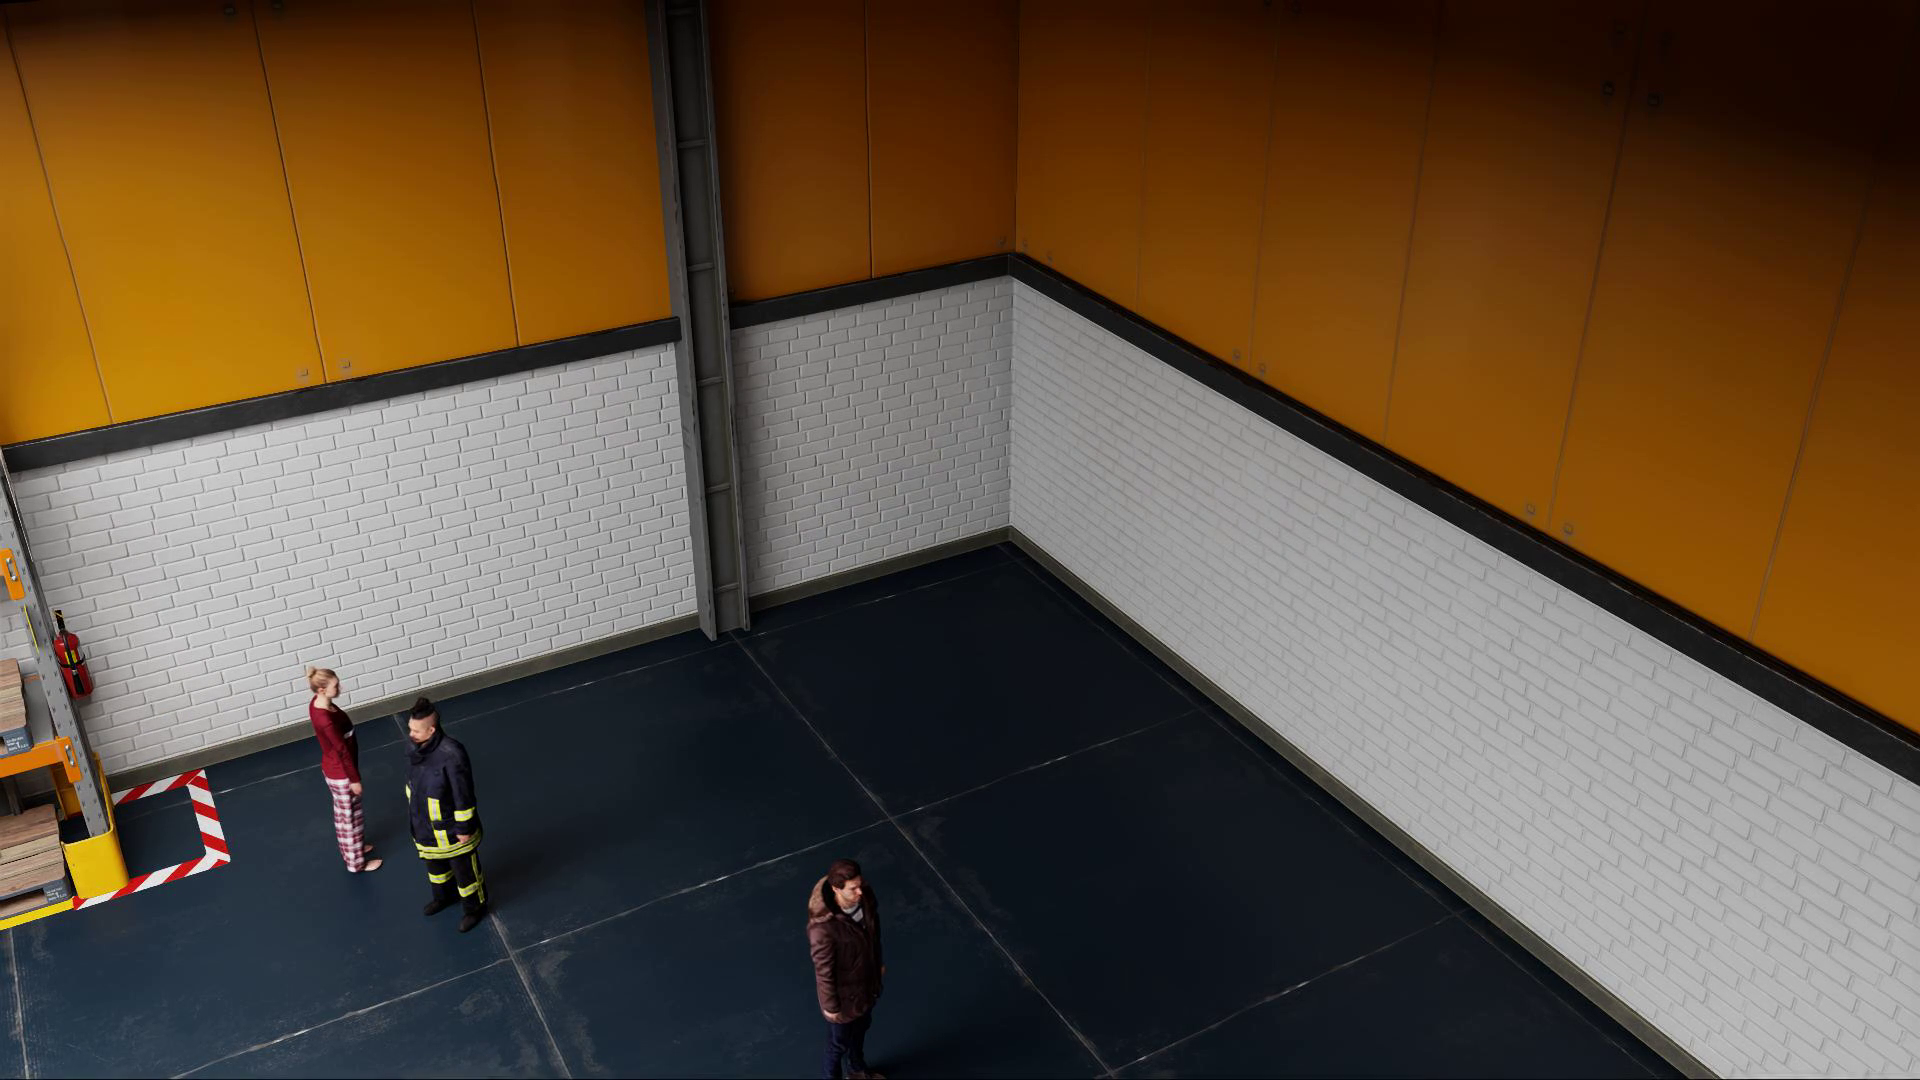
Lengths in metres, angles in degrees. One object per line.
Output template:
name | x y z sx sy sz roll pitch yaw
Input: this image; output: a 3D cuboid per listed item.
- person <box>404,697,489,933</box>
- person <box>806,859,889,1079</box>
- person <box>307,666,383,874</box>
person | -3.580 1.858 11.518 0.862 1.867 0.860 18 34 30
person | -0.677 2.668 10.053 0.930 1.848 0.812 16 32 27
person | -4.499 1.652 12.066 0.498 1.703 0.624 -17 33 -29
